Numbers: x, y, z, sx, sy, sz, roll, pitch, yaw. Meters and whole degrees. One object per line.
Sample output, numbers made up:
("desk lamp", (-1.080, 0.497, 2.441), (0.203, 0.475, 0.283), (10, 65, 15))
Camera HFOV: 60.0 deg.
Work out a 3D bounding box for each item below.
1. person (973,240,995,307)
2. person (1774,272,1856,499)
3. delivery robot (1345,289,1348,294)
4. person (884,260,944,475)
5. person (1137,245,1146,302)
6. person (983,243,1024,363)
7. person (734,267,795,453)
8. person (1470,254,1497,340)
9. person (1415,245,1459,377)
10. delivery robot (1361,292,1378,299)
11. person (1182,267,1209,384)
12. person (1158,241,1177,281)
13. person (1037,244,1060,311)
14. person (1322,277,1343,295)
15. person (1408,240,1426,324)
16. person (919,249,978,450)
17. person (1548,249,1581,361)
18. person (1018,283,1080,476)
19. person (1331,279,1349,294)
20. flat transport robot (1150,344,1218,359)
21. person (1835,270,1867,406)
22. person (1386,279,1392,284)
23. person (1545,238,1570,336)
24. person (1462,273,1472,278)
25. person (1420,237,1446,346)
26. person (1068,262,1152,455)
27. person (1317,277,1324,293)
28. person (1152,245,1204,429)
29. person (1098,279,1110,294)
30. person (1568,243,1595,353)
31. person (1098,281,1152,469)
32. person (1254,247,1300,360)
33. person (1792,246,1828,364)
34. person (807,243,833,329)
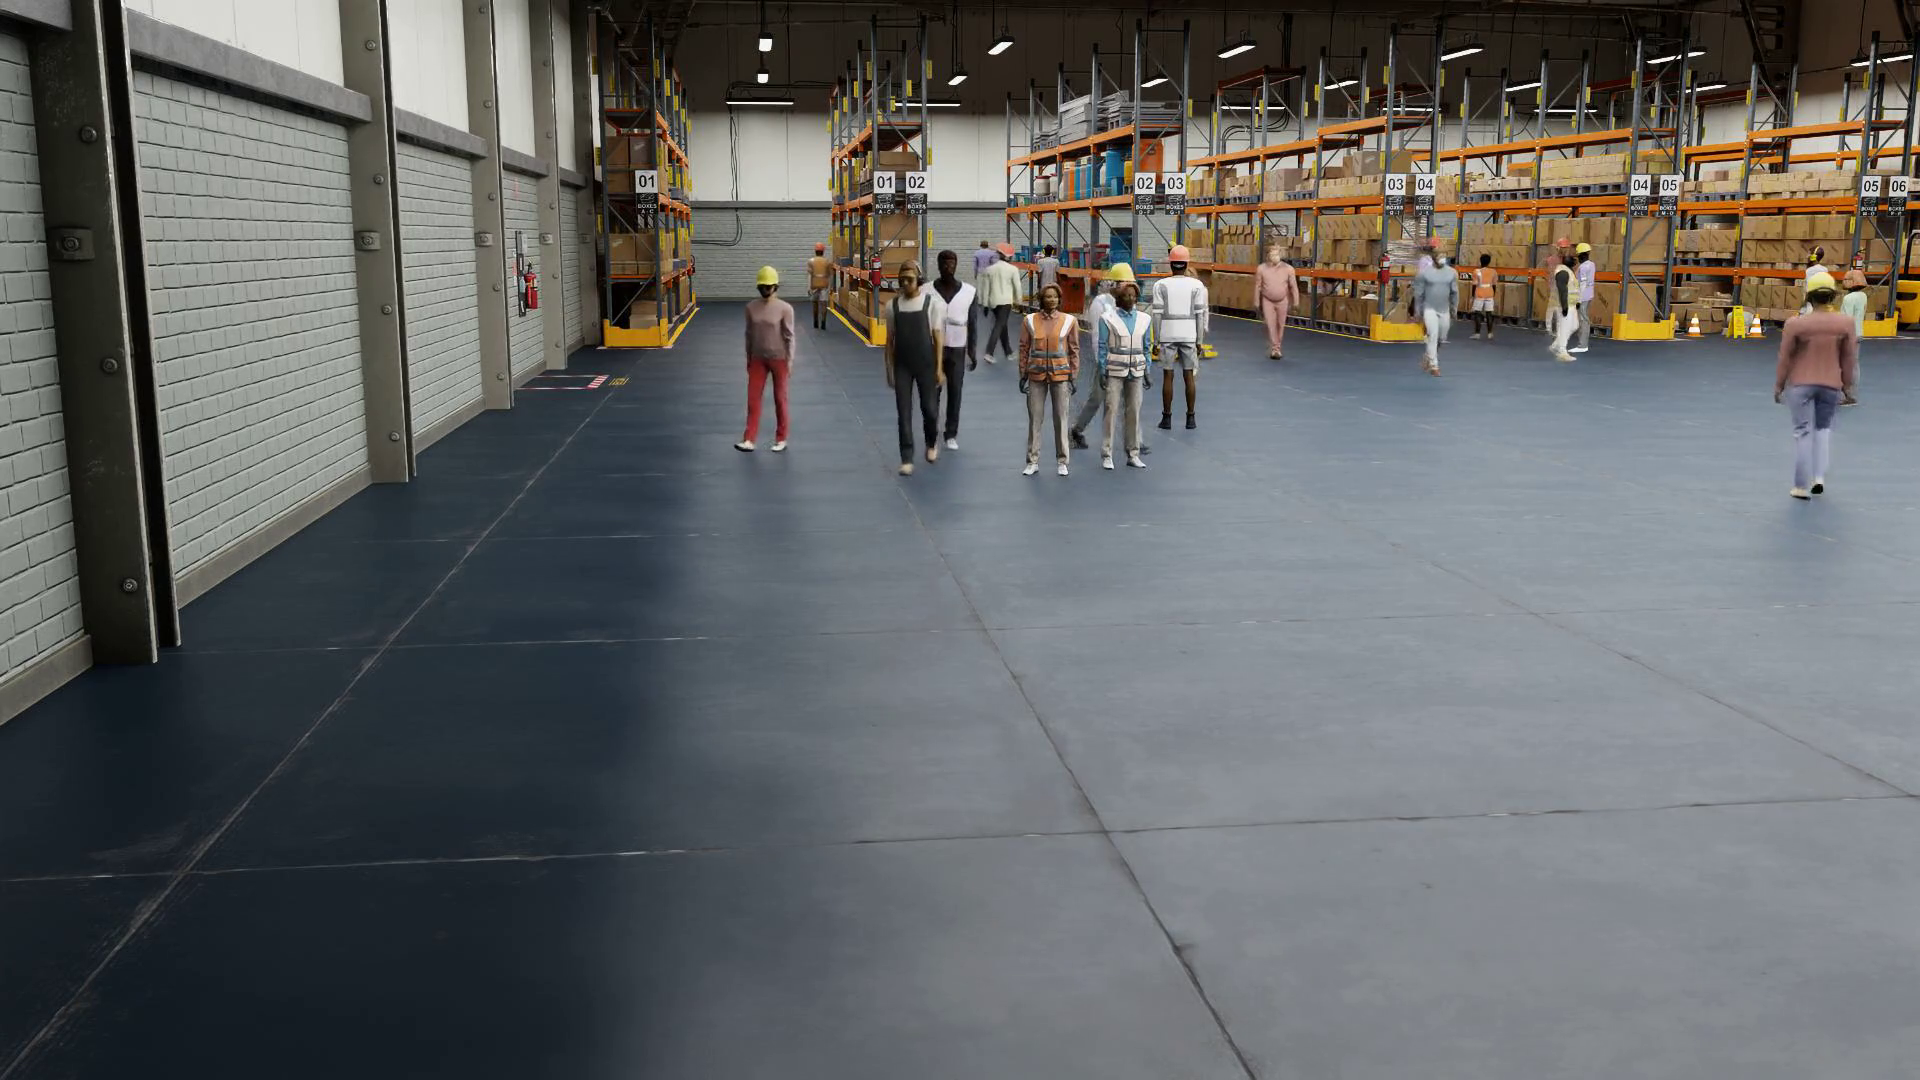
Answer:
("person", (0.703, -7.702, 48.095), (0.632, 1.940, 0.372), (1, 10, 6))
("person", (6.610, -1.196, 12.917), (0.546, 1.751, 0.449), (2, 10, 9))
("delivery robot", (11.480, -7.266, 49.243), (0.707, 0.478, 0.477), (-6, 12, -31))
("person", (-0.387, -1.486, 14.306), (0.533, 1.832, 0.633), (2, 10, 9))
("person", (4.500, -6.609, 42.407), (0.568, 1.834, 0.405), (-5, 12, -26))
("person", (0.655, -3.836, 26.979), (0.599, 1.934, 1.097), (8, 13, 37))
("person", (-1.818, -1.671, 15.551), (0.551, 1.736, 0.725), (3, 11, 18))
("person", (10.337, -4.800, 32.850), (0.540, 1.695, 0.317), (-2, 11, -11))
("person", (6.969, -3.363, 24.414), (0.631, 1.915, 0.810), (-1, 10, -4))
("delivery robot", (11.005, -6.413, 44.567), (0.477, 0.478, 0.707), (-1, 10, -4))
("person", (3.121, -2.920, 22.803), (0.521, 1.602, 0.770), (4, 11, 19))
("person", (4.485, -5.366, 35.319), (0.585, 1.928, 0.378), (0, 10, -2))
("person", (1.913, -5.467, 36.037), (0.507, 1.872, 0.329), (-2, 11, -12))
("person", (8.970, -6.207, 39.864), (0.612, 1.940, 1.020), (-1, 10, -8))
("person", (10.451, -5.861, 37.702), (0.614, 2.047, 0.357), (-1, 10, -5))
("person", (-0.126, -1.819, 15.932), (0.590, 1.908, 0.446), (-1, 10, -6))
("person", (9.899, -3.830, 27.165), (0.438, 1.831, 0.658), (6, 12, 30))
("person", (0.755, -1.364, 14.169), (0.523, 1.640, 0.306), (2, 10, 10))
("person", (11.545, -8.019, 50.619), (0.850, 1.648, 0.521), (-2, 10, -9))
("flat transport robot", (3.568, -3.153, 27.734), (1.431, 0.197, 0.652), (-8, 13, -36))
("person", (10.687, -2.421, 19.983), (0.505, 1.633, 0.279), (-9, 14, -41))
("person", (12.308, -7.663, 48.112), (0.510, 1.860, 0.334), (-5, 11, -23))
("person", (12.289, -5.174, 34.083), (0.611, 1.996, 0.379), (-3, 11, -18))
("person", (15.294, -8.051, 50.155), (0.356, 1.887, 0.573), (-1, 10, -8))
("person", (8.768, -4.578, 30.737), (0.656, 2.019, 0.638), (-9, 13, -39))
("person", (1.409, -1.717, 15.694), (0.595, 1.798, 0.889), (-8, 13, -37))
("person", (9.556, -6.867, 43.790), (0.633, 1.840, 0.429), (1, 10, 7))
("person", (2.294, -2.134, 17.574), (0.547, 1.939, 0.376), (0, 10, 2))
("person", (3.866, -6.716, 42.957), (0.633, 1.842, 0.429), (0, 10, -1))
("person", (10.942, -4.256, 29.248), (0.371, 1.923, 0.586), (6, 12, 32))
("person", (1.440, -1.442, 14.591), (0.511, 1.644, 0.307), (-3, 11, -18))
("person", (5.271, -3.924, 27.629), (0.737, 1.841, 0.932), (1, 10, 6))
("person", (13.565, -3.731, 26.504), (0.530, 1.876, 0.323), (-7, 12, -33))
("person", (-3.085, -5.600, 36.740), (0.571, 1.882, 1.009), (-1, 10, -8))
